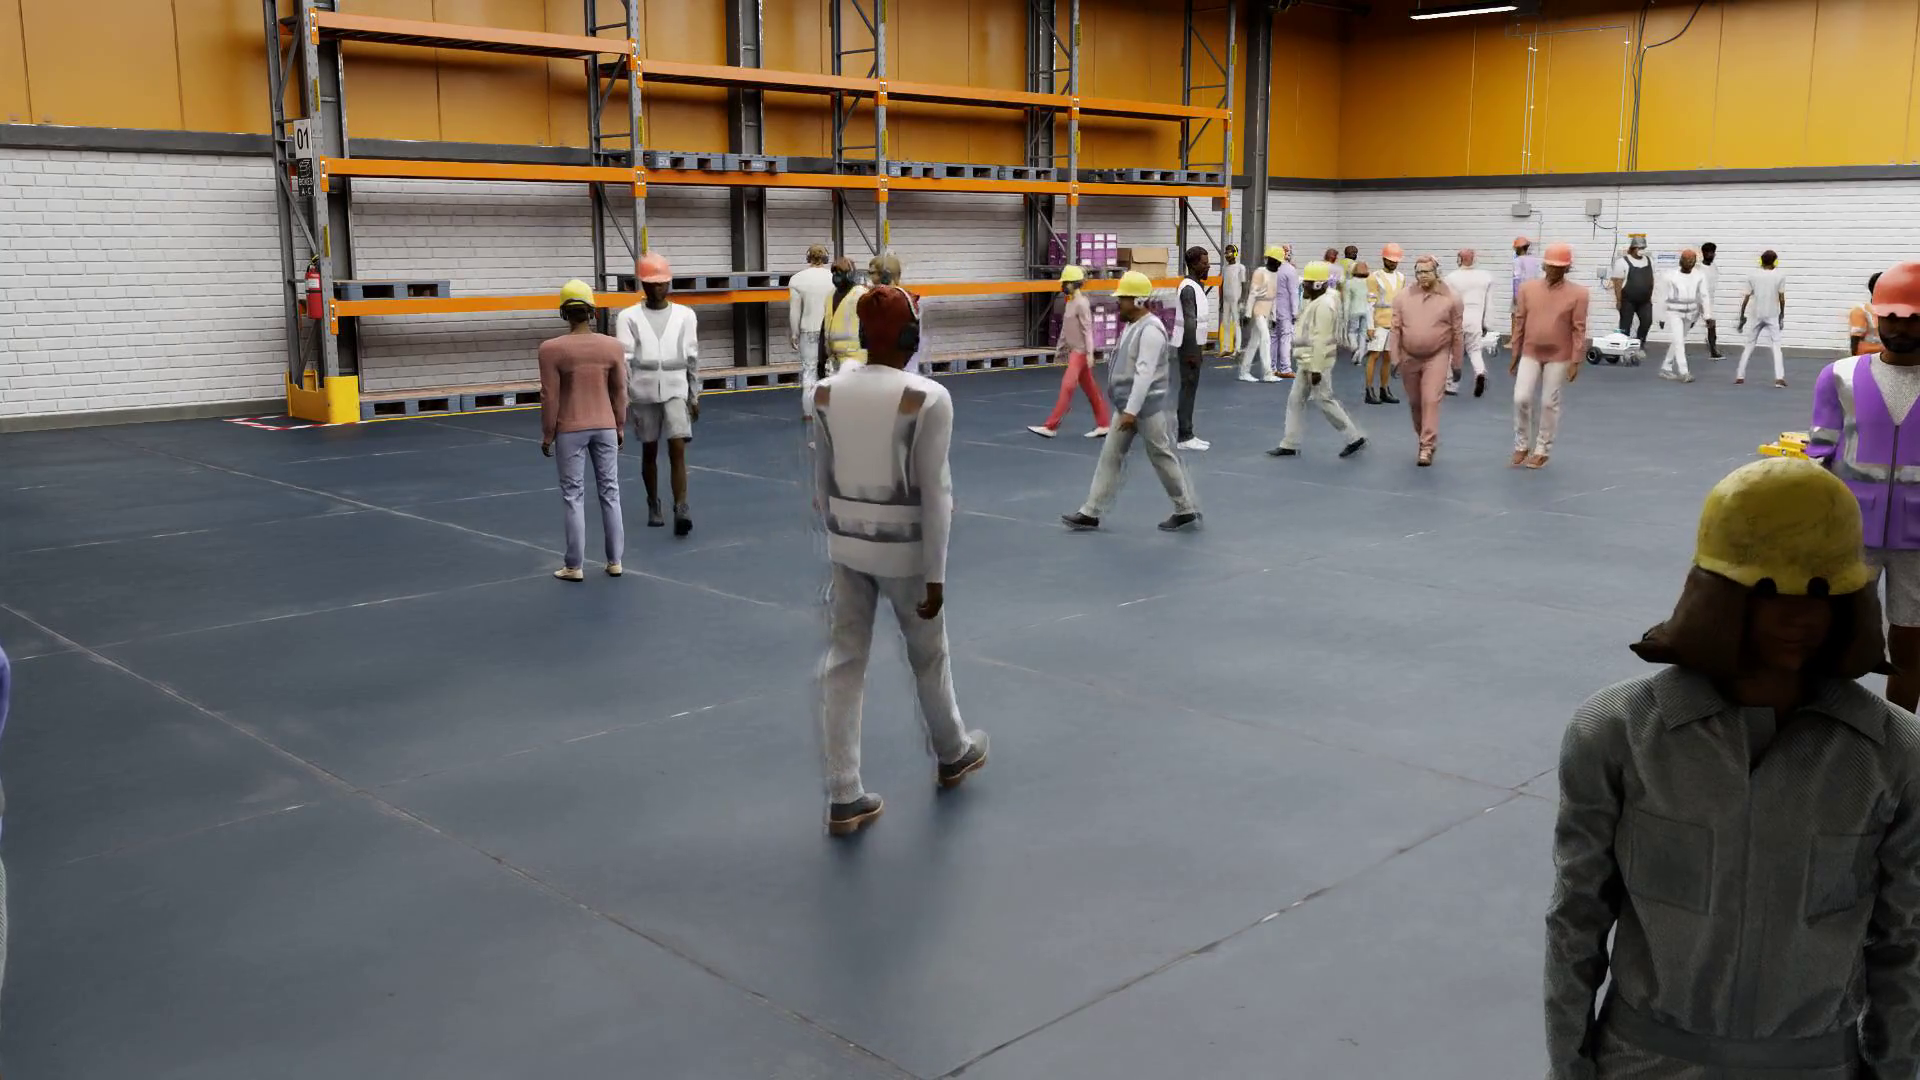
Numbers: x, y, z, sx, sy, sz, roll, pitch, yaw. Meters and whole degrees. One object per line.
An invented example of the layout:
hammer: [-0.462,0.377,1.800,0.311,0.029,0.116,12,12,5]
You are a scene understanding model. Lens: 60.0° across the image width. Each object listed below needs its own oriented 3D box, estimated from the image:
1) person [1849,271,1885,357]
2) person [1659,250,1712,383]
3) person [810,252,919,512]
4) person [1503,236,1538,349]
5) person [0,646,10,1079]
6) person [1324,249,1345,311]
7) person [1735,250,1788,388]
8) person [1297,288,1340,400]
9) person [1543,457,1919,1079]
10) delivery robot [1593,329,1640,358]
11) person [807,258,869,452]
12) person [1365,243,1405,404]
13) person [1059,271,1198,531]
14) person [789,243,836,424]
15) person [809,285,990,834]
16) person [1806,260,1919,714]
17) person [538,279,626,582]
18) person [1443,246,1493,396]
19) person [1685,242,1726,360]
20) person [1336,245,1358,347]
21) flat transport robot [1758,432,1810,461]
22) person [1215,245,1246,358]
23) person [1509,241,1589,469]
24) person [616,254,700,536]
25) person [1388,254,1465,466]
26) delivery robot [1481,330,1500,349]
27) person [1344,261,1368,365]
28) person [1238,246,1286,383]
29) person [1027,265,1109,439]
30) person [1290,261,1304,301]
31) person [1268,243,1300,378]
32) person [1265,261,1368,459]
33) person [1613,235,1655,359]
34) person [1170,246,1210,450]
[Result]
person: [8.649,-1.691,15.748,0.556,1.682,0.481,-2,11,-13]
person: [10.015,-3.104,23.085,0.592,1.837,1.027,-1,10,-3]
person: [-0.589,-1.067,11.759,0.995,1.888,0.647,1,10,3]
person: [10.044,-4.360,29.383,0.632,2.018,0.795,-6,12,-31]
person: [-1.378,0.699,2.013,0.358,1.936,0.552,1,10,5]
person: [6.338,-4.142,28.790,0.566,1.801,0.932,6,12,32]
person: [10.785,-2.960,22.327,0.746,1.820,0.536,10,14,42]
person: [4.395,-2.524,20.453,0.524,1.626,0.373,6,12,31]
person: [1.038,0.752,2.257,0.488,1.743,0.300,3,11,15]
delivery robot: [10.241,-3.047,25.958,0.477,0.478,0.707,-5,12,-27]
person: [-1.130,-1.660,15.226,0.912,1.805,0.658,-9,13,-39]
person: [5.134,-2.590,19.986,0.547,1.924,0.391,-5,12,-27]
person: [1.205,-0.924,11.308,0.949,1.787,0.591,-3,11,-15]
person: [-1.519,-2.215,17.901,0.634,1.939,0.367,-2,11,-10]
person: [-0.216,0.042,5.840,0.594,1.837,0.939,6,12,28]
person: [3.299,-0.019,5.933,0.553,1.934,0.364,6,12,28]
person: [-2.209,-0.636,9.766,0.525,1.767,0.311,-7,12,-33]
person: [6.336,-2.722,20.813,0.650,1.885,0.791,0,10,-3]
person: [12.148,-3.920,27.286,0.615,1.919,1.033,-4,11,-21]
person: [7.049,-4.415,30.193,0.429,1.838,0.623,-6,12,-28]
flat transport robot: [8.068,-0.860,15.065,1.431,0.197,0.652,-3,11,-15]
person: [4.480,-3.930,27.446,0.313,1.869,0.528,-8,13,-38]
person: [5.040,-1.572,14.314,0.634,1.962,0.572,6,12,32]
person: [-2.038,-0.972,11.263,0.568,1.883,0.987,-2,11,-12]
person: [4.189,-1.632,14.939,0.648,1.865,0.931,6,12,30]
delivery robot: [8.658,-3.397,27.868,0.707,0.478,0.477,6,12,30]
person: [6.222,-3.521,25.902,0.505,1.618,0.394,0,10,-2]
person: [4.221,-3.087,22.867,0.837,1.860,0.658,6,12,30]
person: [1.109,-1.860,16.546,0.899,1.716,0.545,-2,11,-10]
person: [5.416,-3.805,27.460,0.519,1.613,0.692,4,11,22]
person: [4.612,-3.267,23.720,0.411,1.910,0.643,-6,12,-31]
person: [3.271,-1.614,15.015,0.874,1.803,0.601,0,10,3]
person: [11.041,-3.968,27.183,0.715,2.000,0.577,-1,10,-6]
person: [2.199,-1.819,15.795,0.391,1.920,0.593,2,11,10]
